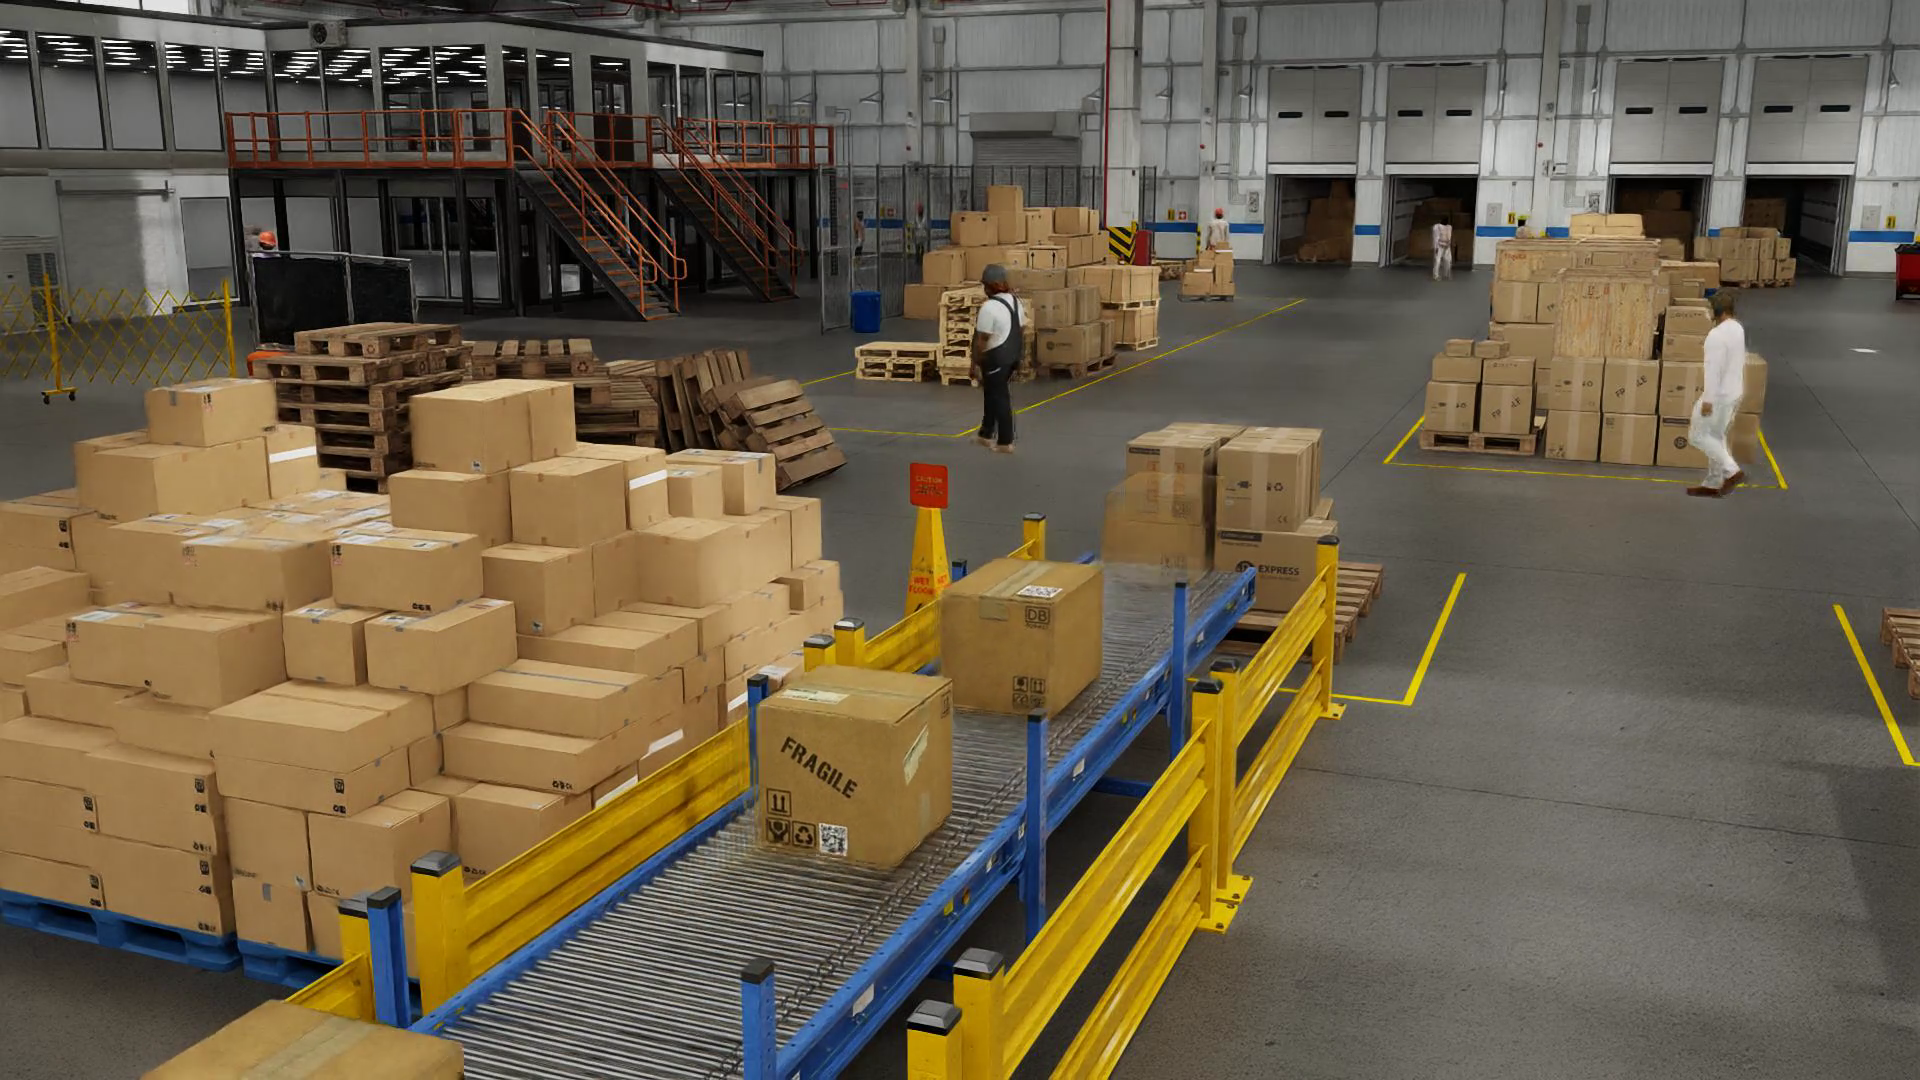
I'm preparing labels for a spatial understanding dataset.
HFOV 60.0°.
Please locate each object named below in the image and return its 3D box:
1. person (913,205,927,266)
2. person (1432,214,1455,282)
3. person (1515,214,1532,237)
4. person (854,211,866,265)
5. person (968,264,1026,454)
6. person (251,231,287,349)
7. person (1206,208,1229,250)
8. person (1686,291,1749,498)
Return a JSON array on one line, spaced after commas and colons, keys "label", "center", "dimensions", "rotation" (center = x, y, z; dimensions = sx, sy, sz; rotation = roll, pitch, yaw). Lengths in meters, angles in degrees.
[{"label": "person", "center": [-1.229, -9.619, 52.567], "dimensions": [0.569, 1.889, 0.963], "rotation": [-1, 13, -5]}, {"label": "person", "center": [13.128, -7.894, 45.017], "dimensions": [0.630, 1.819, 0.761], "rotation": [-5, 14, -23]}, {"label": "person", "center": [14.340, -7.430, 42.767], "dimensions": [0.612, 1.876, 0.954], "rotation": [-11, 17, -41]}, {"label": "person", "center": [-3.211, -9.685, 53.301], "dimensions": [0.321, 1.697, 0.530], "rotation": [5, 14, 22]}, {"label": "person", "center": [0.286, -1.961, 17.883], "dimensions": [0.833, 2.000, 0.711], "rotation": [8, 15, 32]}, {"label": "person", "center": [-11.189, -3.989, 26.998], "dimensions": [0.399, 2.033, 0.605], "rotation": [5, 14, 22]}, {"label": "person", "center": [7.150, -8.225, 46.189], "dimensions": [0.624, 1.959, 0.988], "rotation": [3, 13, 12]}, {"label": "person", "center": [6.976, -1.312, 15.233], "dimensions": [0.490, 1.921, 0.638], "rotation": [10, 16, 39]}]
